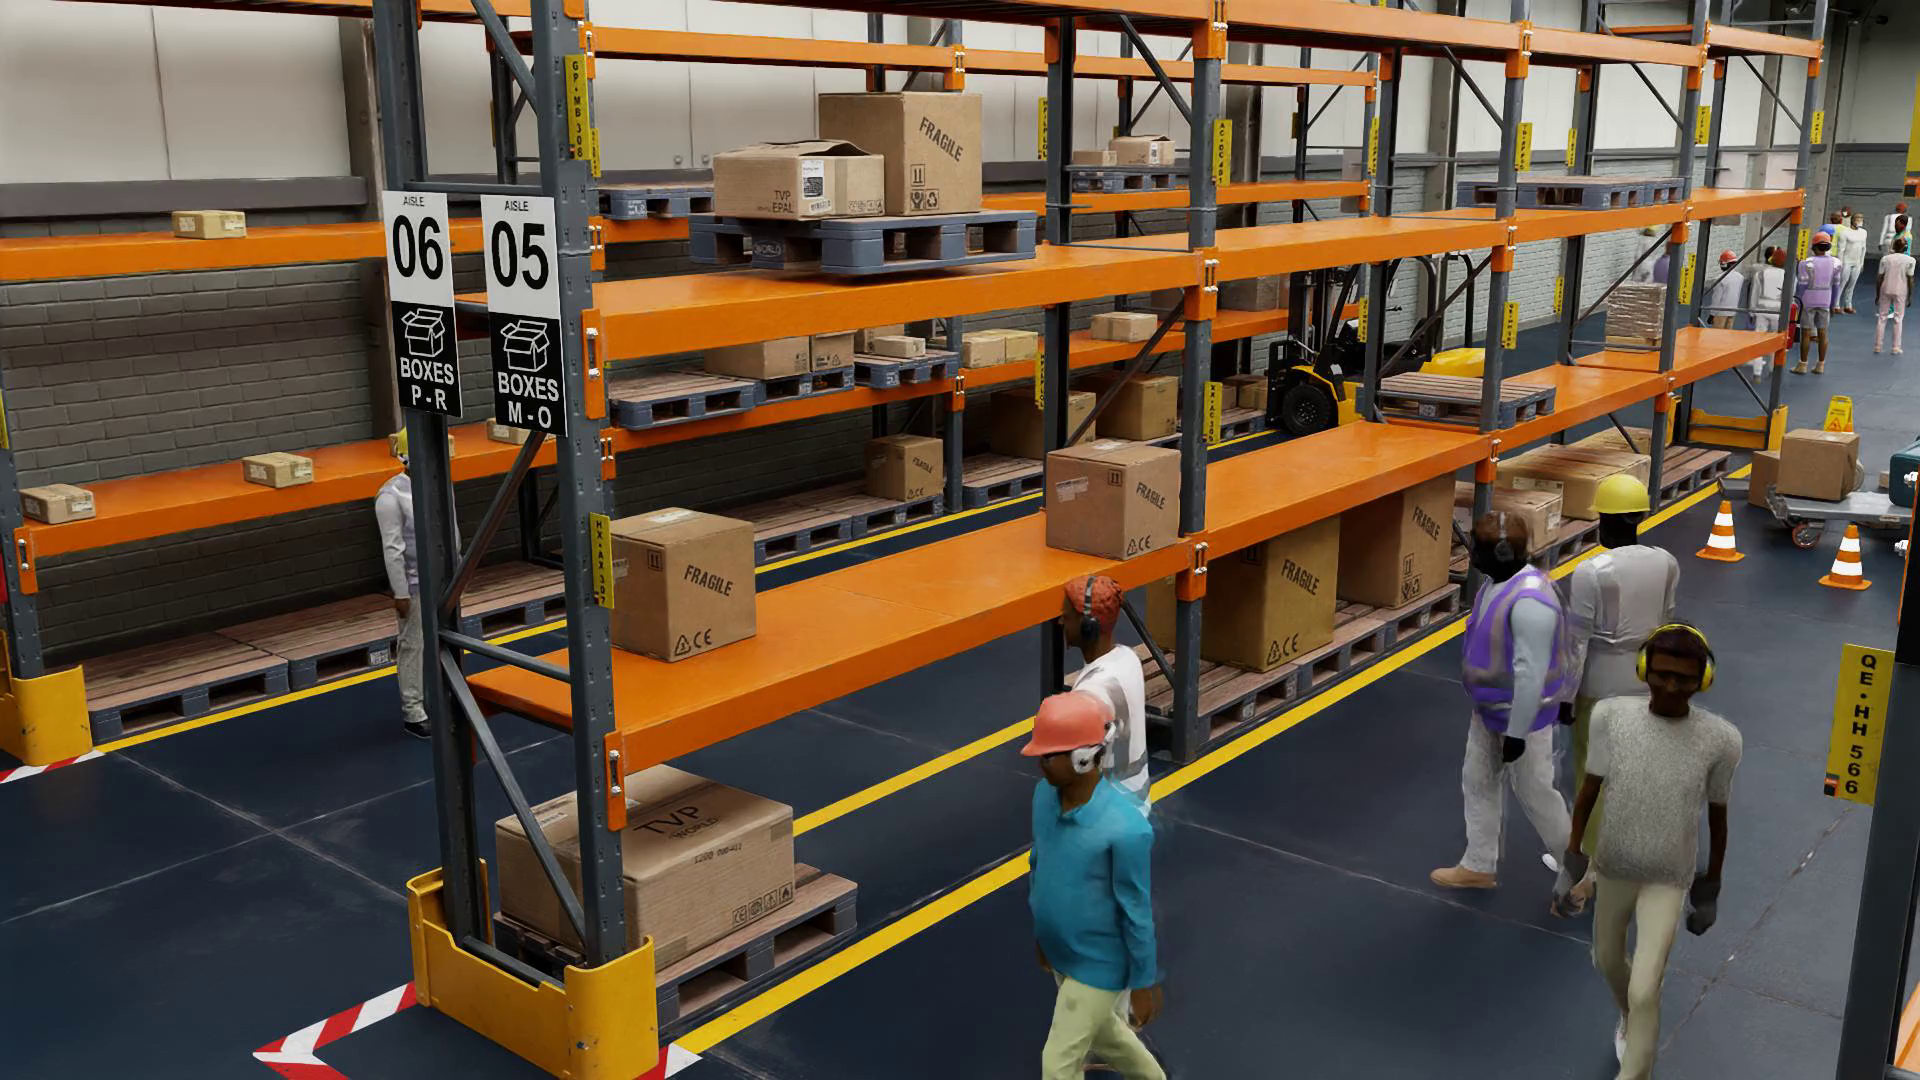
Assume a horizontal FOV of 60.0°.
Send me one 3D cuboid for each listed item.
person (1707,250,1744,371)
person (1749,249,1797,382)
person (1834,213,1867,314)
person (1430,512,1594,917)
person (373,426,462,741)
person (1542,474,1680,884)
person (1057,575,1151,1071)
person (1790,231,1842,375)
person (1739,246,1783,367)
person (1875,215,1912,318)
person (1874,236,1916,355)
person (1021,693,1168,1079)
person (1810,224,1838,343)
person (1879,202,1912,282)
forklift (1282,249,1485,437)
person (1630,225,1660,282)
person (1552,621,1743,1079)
[{"bbox_3d":[11.106,-3.330,24.217,0.563,1.752,0.325,-8,16,-29],"label":"person"},{"bbox_3d":[11.357,-3.140,23.304,0.600,1.829,1.012,10,17,35],"label":"person"},{"bbox_3d":[17.022,-5.283,31.823,0.623,1.932,0.372,-5,15,-18],"label":"person"},{"bbox_3d":[2.563,0.766,7.461,0.689,1.808,0.644,0,14,-1],"label":"person"},{"bbox_3d":[-3.073,0.221,9.596,0.404,1.834,0.591,5,15,18],"label":"person"},{"bbox_3d":[3.007,0.645,7.706,0.581,1.918,0.392,-6,15,-22],"label":"person"},{"bbox_3d":[0.522,1.040,6.185,0.355,1.876,0.571,4,14,17],"label":"person"},{"bbox_3d":[12.261,-3.392,23.875,0.610,2.042,0.396,0,14,1],"label":"person"},{"bbox_3d":[11.769,-3.435,24.505,0.812,1.811,0.545,-11,18,-38],"label":"person"},{"bbox_3d":[17.582,-5.125,31.187,0.391,1.920,0.593,1,14,5],"label":"person"},{"bbox_3d":[14.633,-3.829,26.061,0.517,1.843,0.325,11,18,38],"label":"person"},{"bbox_3d":[0.436,1.309,5.439,0.872,1.707,0.568,-8,16,-30],"label":"person"},{"bbox_3d":[14.237,-4.240,27.520,0.383,1.949,0.614,3,14,10],"label":"person"},{"bbox_3d":[21.422,-6.798,38.121,0.600,1.857,0.502,12,18,40],"label":"person"},{"bbox_3d":[4.886,-2.214,18.767,2.313,2.155,1.214,11,18,38],"label":"forklift"},{"bbox_3d":[13.349,-5.309,32.404,0.582,1.702,0.350,-4,14,-15],"label":"person"},{"bbox_3d":[2.399,1.145,5.824,0.527,1.844,0.866,10,17,35],"label":"person"}]
